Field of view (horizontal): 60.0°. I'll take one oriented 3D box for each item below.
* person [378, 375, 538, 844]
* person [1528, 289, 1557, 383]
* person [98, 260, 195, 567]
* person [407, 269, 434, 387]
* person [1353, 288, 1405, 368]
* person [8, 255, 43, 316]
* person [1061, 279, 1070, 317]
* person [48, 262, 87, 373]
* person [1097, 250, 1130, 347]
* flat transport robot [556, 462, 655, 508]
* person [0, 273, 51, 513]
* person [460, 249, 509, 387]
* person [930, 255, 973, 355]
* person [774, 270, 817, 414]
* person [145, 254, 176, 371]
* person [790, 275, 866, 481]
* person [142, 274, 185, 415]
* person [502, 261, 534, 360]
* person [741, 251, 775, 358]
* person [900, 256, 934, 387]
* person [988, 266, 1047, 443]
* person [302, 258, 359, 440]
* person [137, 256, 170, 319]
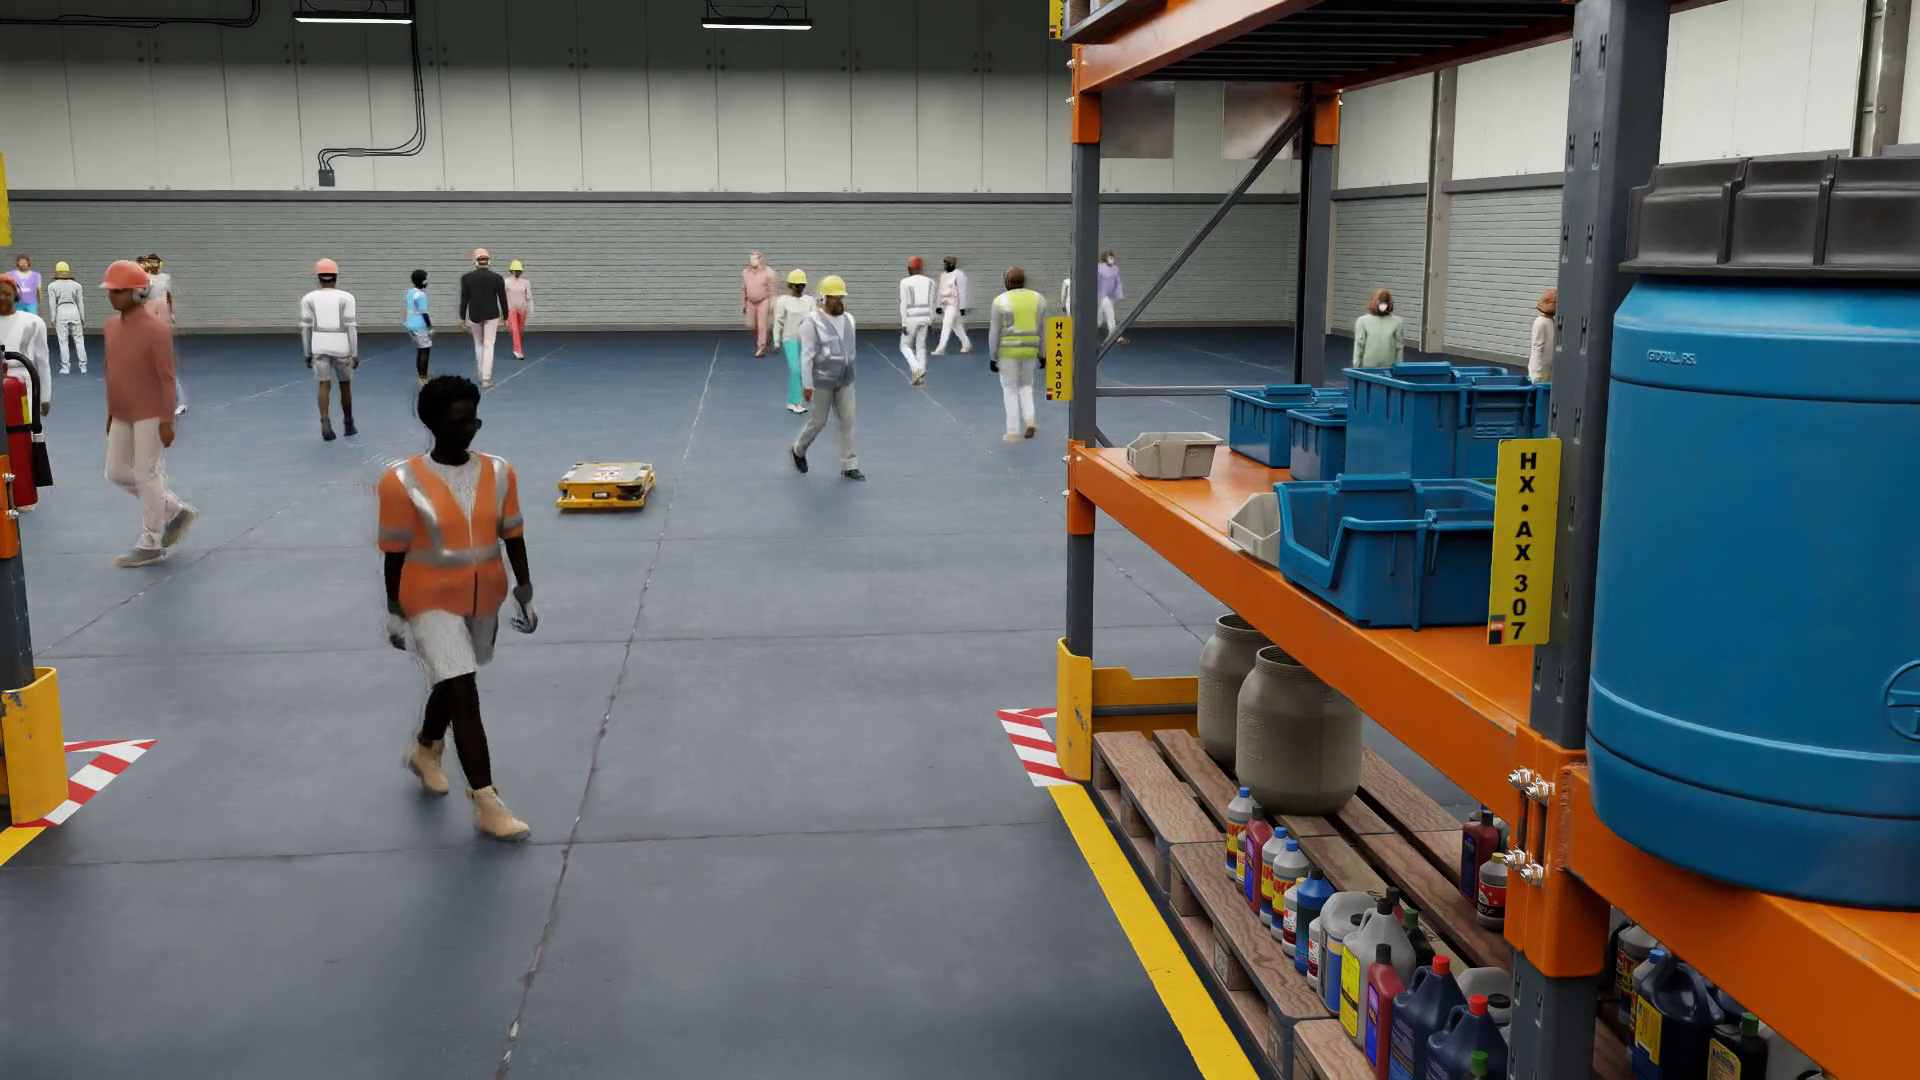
[{"bbox_3d":[-1.854,0.212,6.083,0.910,1.653,0.534,10,14,43],"label":"person"},{"bbox_3d":[5.725,-1.636,16.292,0.299,1.626,0.498,9,14,41],"label":"person"},{"bbox_3d":[-5.332,-0.830,10.873,0.634,1.983,0.542,6,12,30],"label":"person"},{"bbox_3d":[-7.713,-3.031,23.801,0.375,1.683,0.603,-7,13,-35],"label":"person"},{"bbox_3d":[4.337,-1.811,17.273,0.506,1.614,0.640,1,10,7],"label":"person"},{"bbox_3d":[-17.150,-4.319,30.541,0.572,1.798,0.985,-5,11,-24],"label":"person"},{"bbox_3d":[2.184,-4.401,31.539,0.504,1.585,0.880,-2,11,-11],"label":"person"},{"bbox_3d":[-14.020,-3.488,26.116,0.492,1.740,0.325,-8,13,-38],"label":"person"},{"bbox_3d":[2.875,-4.692,32.363,1.040,1.874,0.618,9,13,39],"label":"person"},{"bbox_3d":[-2.869,-0.459,13.544,0.652,0.197,1.431,-1,10,-6],"label":"flat transport robot"},{"bbox_3d":[-7.452,-1.166,13.072,0.586,1.860,0.740,-3,11,-18],"label":"person"},{"bbox_3d":[-6.823,-3.196,23.929,0.671,1.941,0.850,-2,10,-9],"label":"person"},{"bbox_3d":[-0.132,-4.284,30.352,0.955,1.809,0.628,-6,12,-31],"label":"person"},{"bbox_3d":[-1.910,-2.376,20.058,0.550,1.729,0.846,-7,13,-36],"label":"person"},{"bbox_3d":[-12.668,-3.576,26.262,0.516,1.865,0.325,-9,14,-42],"label":"person"},{"bbox_3d":[-1.179,-1.432,14.684,0.601,1.807,0.808,-9,14,-41],"label":"person"},{"bbox_3d":[-9.565,-2.306,19.698,0.532,1.720,0.907,2,11,11],"label":"person"},{"bbox_3d":[-7.799,-4.048,29.267,0.529,1.713,0.937,-7,12,-32],"label":"person"},{"bbox_3d":[-3.563,-4.199,29.605,0.659,1.890,0.558,4,11,19],"label":"person"},{"bbox_3d":[-0.620,-3.095,23.630,0.577,1.871,0.419,-7,13,-34],"label":"person"},{"bbox_3d":[0.586,-1.923,17.292,0.655,1.826,0.446,-5,11,-24],"label":"person"},{"bbox_3d":[-6.661,-2.022,17.627,0.559,1.910,0.812,-2,10,-9],"label":"person"},{"bbox_3d":[-13.965,-3.990,28.734,0.517,1.797,1.052,0,10,1],"label":"person"}]
